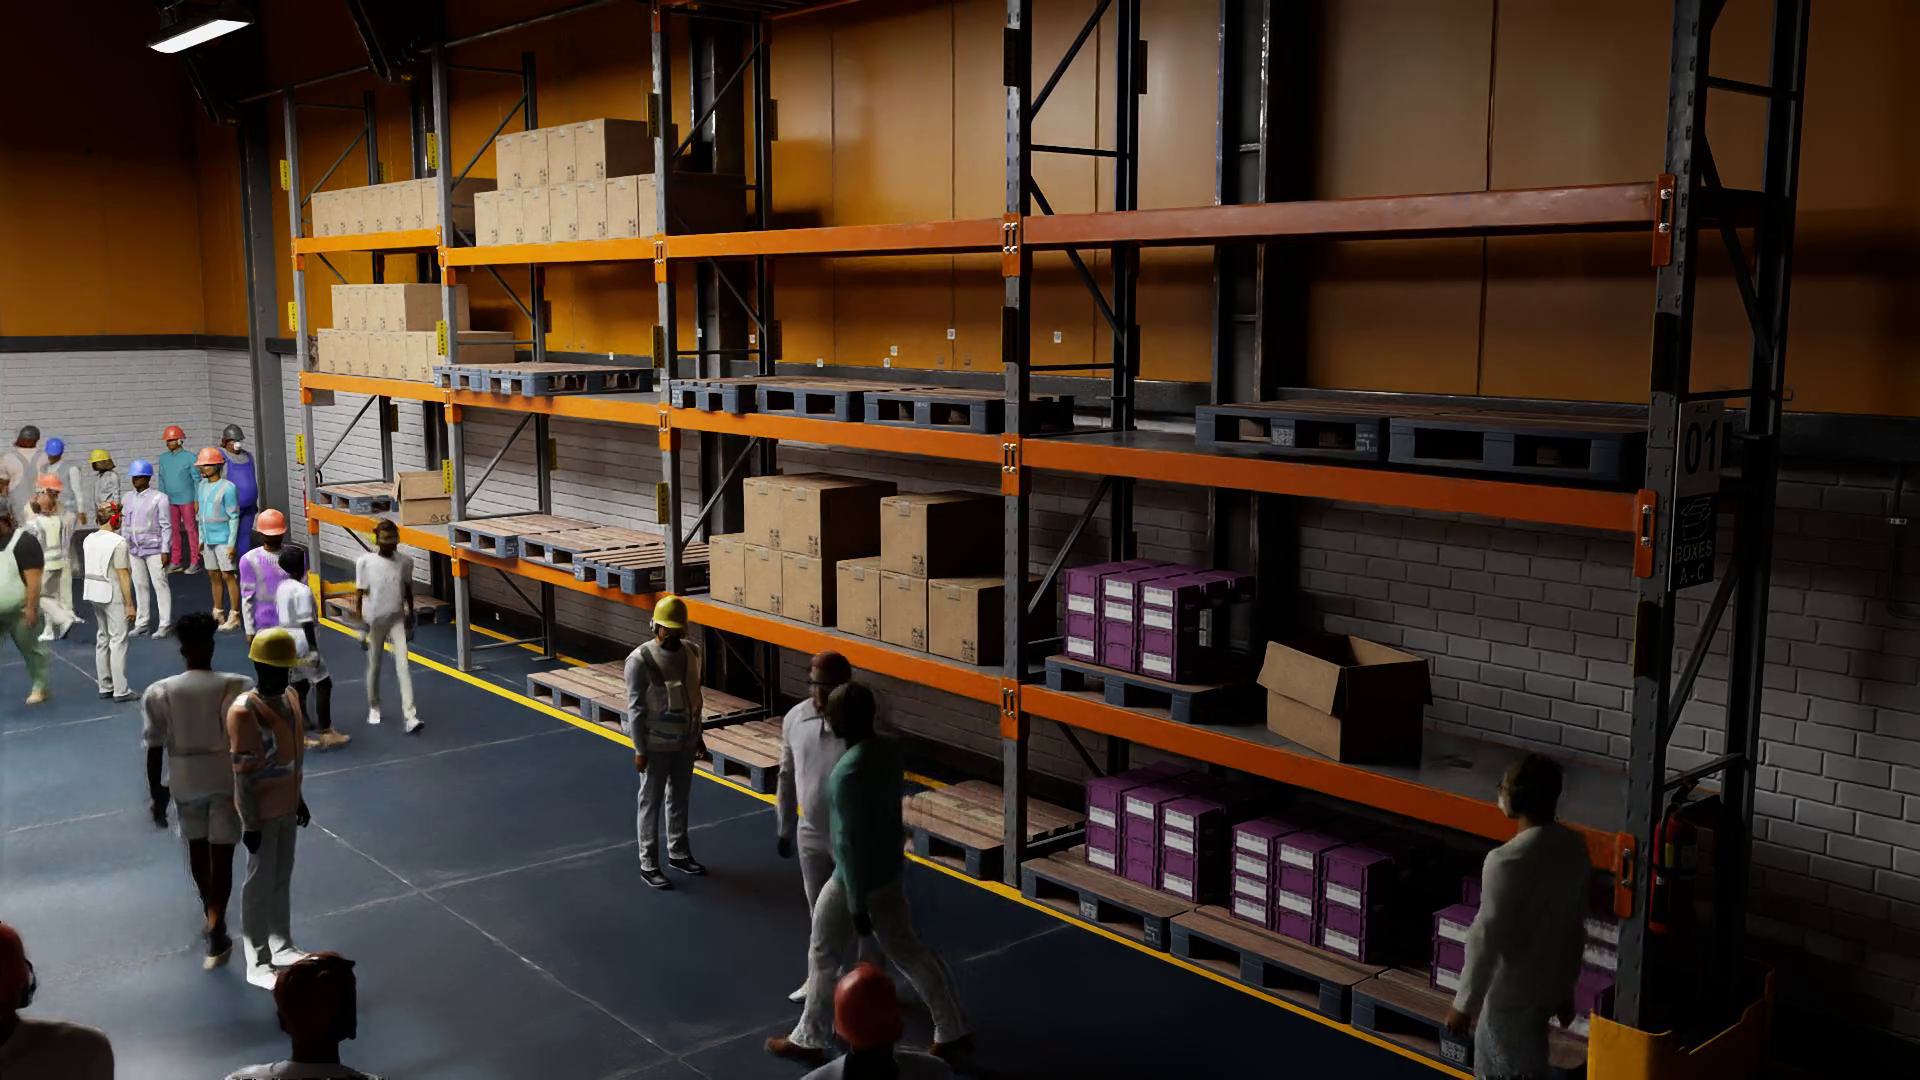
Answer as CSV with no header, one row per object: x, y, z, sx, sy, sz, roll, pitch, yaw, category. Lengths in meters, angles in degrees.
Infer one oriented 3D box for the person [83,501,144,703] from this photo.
-7.727,0.567,15.124,0.560,1.836,0.394,5,10,32,person

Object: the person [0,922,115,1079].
-2.648,2.003,4.635,0.615,1.985,0.410,-4,9,-26,person

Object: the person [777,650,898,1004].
-0.634,1.490,8.509,0.676,1.897,0.396,4,9,23,person

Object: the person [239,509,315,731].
-5.733,0.687,13.991,0.548,1.923,0.391,-7,11,-40,person

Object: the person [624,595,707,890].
-1.815,1.246,10.429,0.404,1.827,0.590,6,10,38,person

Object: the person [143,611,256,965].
-4.210,1.342,9.412,0.616,1.916,0.945,-1,8,-7,person

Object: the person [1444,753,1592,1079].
2.252,1.773,6.487,0.952,1.911,0.628,8,11,43,person

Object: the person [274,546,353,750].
-5.283,0.877,13.549,0.531,1.663,0.577,-8,11,-43,person

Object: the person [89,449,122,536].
-11.115,-0.321,21.658,0.490,1.732,0.324,5,9,29,person

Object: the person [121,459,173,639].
-8.785,0.099,17.966,0.605,1.951,0.383,2,8,14,person

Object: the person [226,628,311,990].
-3.666,1.416,8.906,0.383,1.924,0.589,1,8,5,person

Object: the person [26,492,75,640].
-9.700,0.296,17.722,0.516,1.624,0.527,1,8,10,person

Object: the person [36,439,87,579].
-11.634,-0.359,21.365,0.671,1.889,0.866,3,9,21,person

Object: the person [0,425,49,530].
-12.523,-0.584,22.408,0.695,2.000,0.899,-5,10,-33,person

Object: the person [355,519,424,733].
-4.870,0.727,14.109,0.560,1.817,0.975,-5,10,-33,person

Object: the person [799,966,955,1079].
-0.272,2.076,4.946,0.577,1.742,0.471,-3,9,-19,person

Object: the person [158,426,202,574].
-10.434,-0.535,22.220,0.622,1.992,0.393,2,8,12,person

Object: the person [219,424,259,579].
-9.496,-0.509,21.881,0.536,2.000,0.681,4,9,28,person

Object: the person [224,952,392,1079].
-1.739,2.063,4.633,0.585,1.881,0.477,1,8,9,person

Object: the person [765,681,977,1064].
-0.402,1.589,7.845,1.018,1.897,0.643,3,9,22,person

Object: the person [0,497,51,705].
-8.442,0.523,14.713,0.680,2.000,1.037,-1,8,-5,person

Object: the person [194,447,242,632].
-8.214,-0.005,18.366,0.605,2.045,0.379,5,9,30,person

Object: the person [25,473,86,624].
-10.292,0.100,18.710,0.702,1.728,0.558,2,8,13,person
